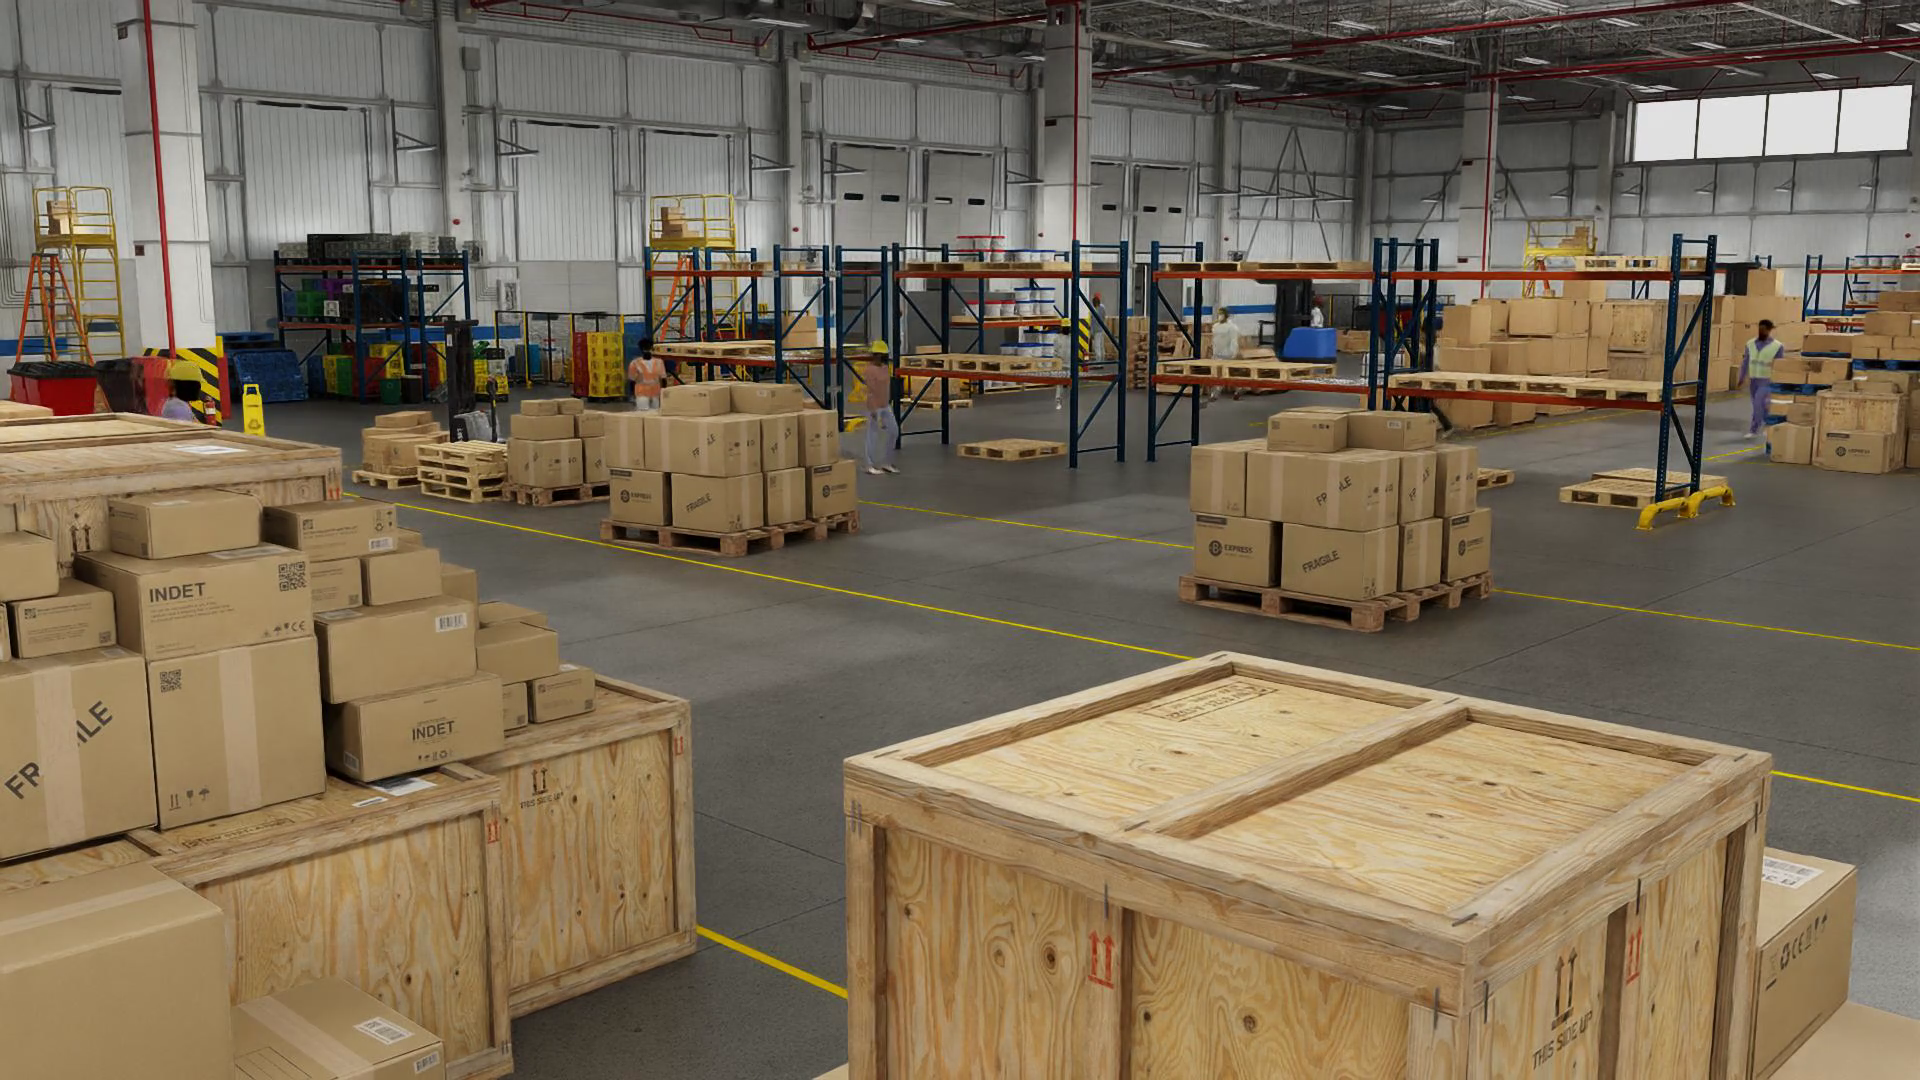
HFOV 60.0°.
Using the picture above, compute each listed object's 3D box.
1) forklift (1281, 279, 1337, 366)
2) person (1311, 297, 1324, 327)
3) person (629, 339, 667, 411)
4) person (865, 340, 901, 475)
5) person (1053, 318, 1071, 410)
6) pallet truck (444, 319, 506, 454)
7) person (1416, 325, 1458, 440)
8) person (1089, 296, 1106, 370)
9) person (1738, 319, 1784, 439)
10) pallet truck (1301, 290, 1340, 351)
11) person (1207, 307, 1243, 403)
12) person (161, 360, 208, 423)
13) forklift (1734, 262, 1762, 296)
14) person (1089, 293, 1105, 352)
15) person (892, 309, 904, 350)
[{"bbox_3d":[9.053,-6.013,44.414,1.873,2.768,1.129,9,13,43],"label":"forklift"},{"bbox_3d":[9.959,-5.817,46.304,0.404,1.869,0.570,1,9,7],"label":"person"},{"bbox_3d":[-4.496,-2.087,24.084,0.544,1.643,0.877,-6,11,-30],"label":"person"},{"bbox_3d":[-0.990,-1.694,21.381,0.598,1.741,0.541,7,11,36],"label":"person"},{"bbox_3d":[2.001,-3.320,31.398,0.484,1.738,0.321,1,9,8],"label":"person"},{"bbox_3d":[-6.981,-1.942,22.150,1.885,1.965,0.823,1,9,9],"label":"pallet truck"},{"bbox_3d":[7.265,-2.416,25.675,0.945,1.807,0.495,-1,9,-3],"label":"person"},{"bbox_3d":[3.611,-5.421,43.677,0.370,1.934,0.627,5,10,27],"label":"person"},{"bbox_3d":[12.659,-2.540,26.187,0.919,1.887,0.589,-6,11,-32],"label":"person"},{"bbox_3d":[11.297,-6.951,52.861,1.885,1.965,0.823,-5,11,-29],"label":"pallet truck"},{"bbox_3d":[5.310,-3.703,33.226,0.855,1.916,0.635,-8,12,-41],"label":"person"},{"bbox_3d":[-6.432,-0.573,14.087,0.935,1.881,0.620,-4,10,-23],"label":"person"},{"bbox_3d":[20.933,-6.000,44.334,1.873,2.768,1.129,9,13,43],"label":"forklift"},{"bbox_3d":[4.216,-6.644,51.205,0.545,1.927,0.390,-3,10,-16],"label":"person"},{"bbox_3d":[-1.622,-5.225,43.410,0.311,1.633,0.521,-1,9,-8],"label":"person"}]
